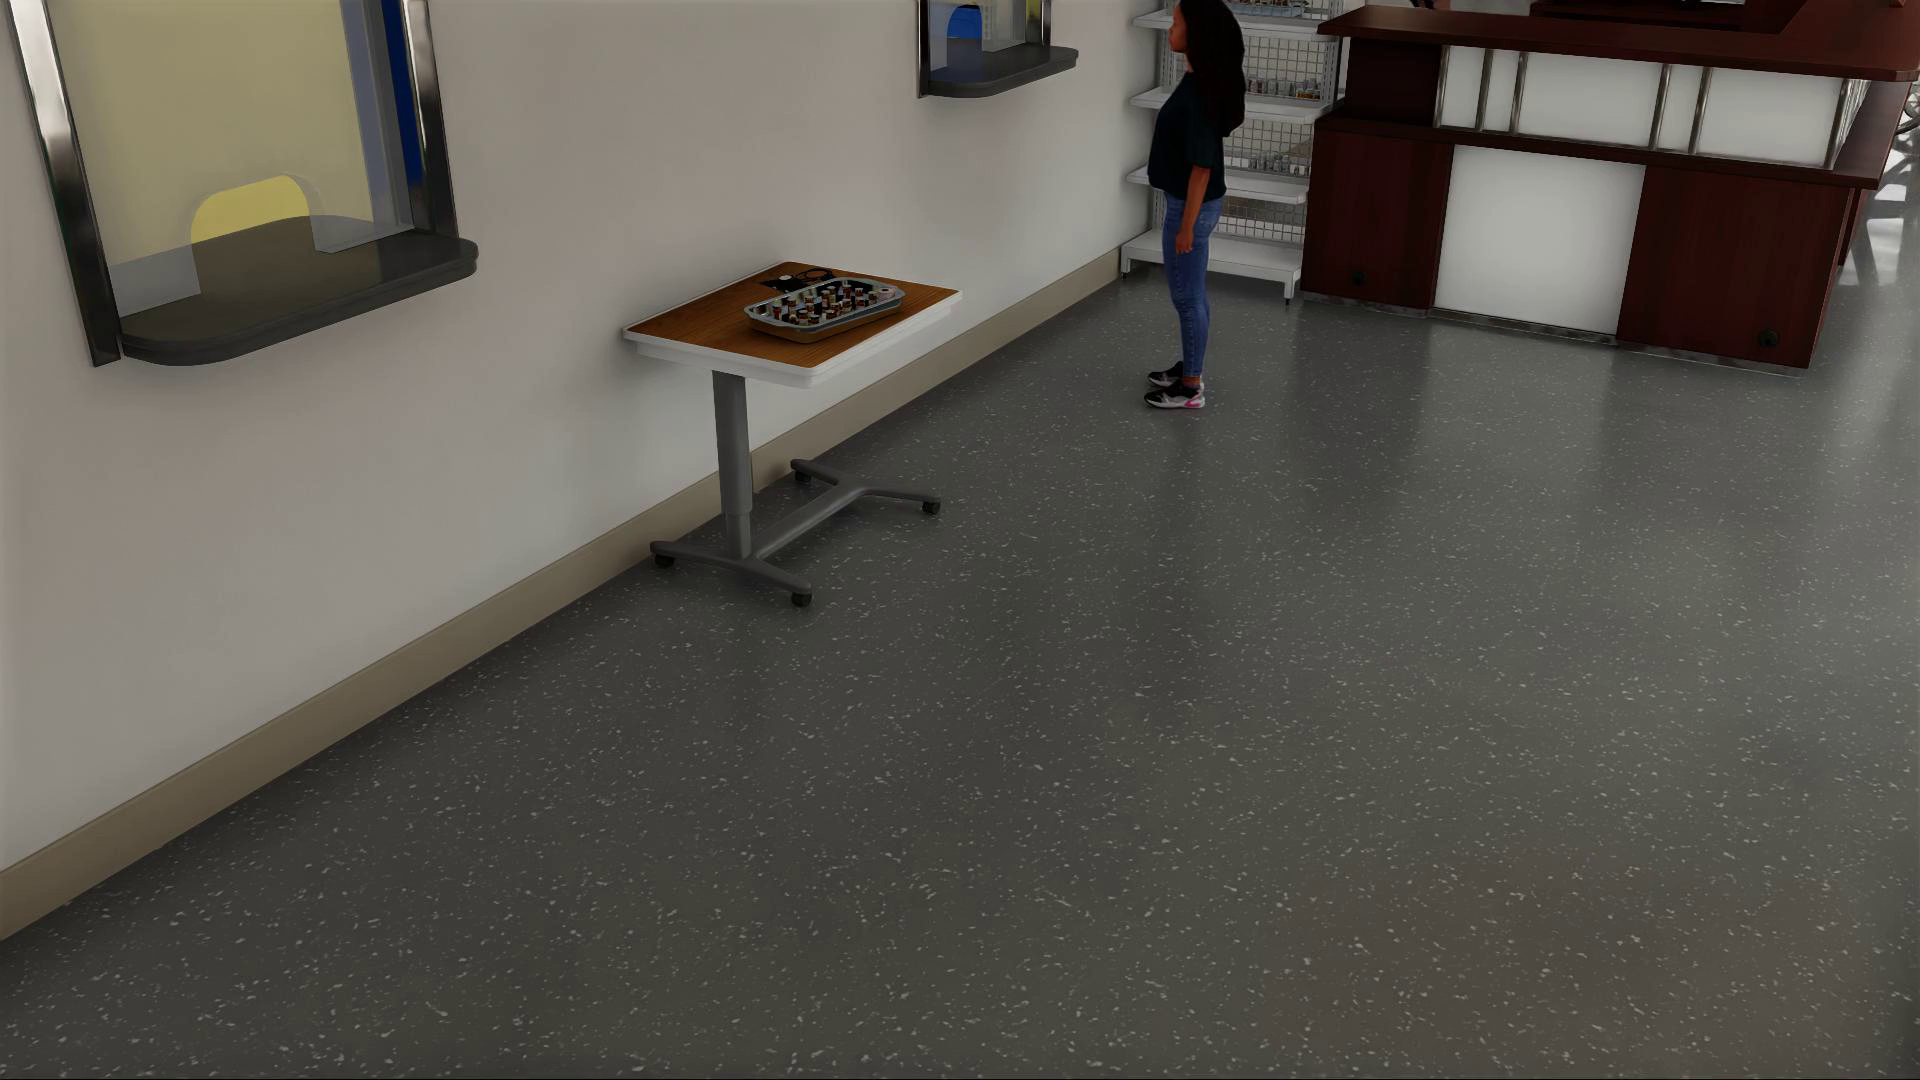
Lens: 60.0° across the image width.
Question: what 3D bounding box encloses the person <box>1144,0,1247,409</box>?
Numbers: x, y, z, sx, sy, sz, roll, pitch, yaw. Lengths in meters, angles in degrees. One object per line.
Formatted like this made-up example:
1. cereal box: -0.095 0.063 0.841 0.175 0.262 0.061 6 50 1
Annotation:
1. person: 0.923 -1.325 6.609 0.693 1.612 0.678 5 26 10

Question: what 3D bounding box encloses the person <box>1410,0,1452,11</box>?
1. person: 3.973 -4.773 13.419 0.713 1.909 0.738 11 28 22
